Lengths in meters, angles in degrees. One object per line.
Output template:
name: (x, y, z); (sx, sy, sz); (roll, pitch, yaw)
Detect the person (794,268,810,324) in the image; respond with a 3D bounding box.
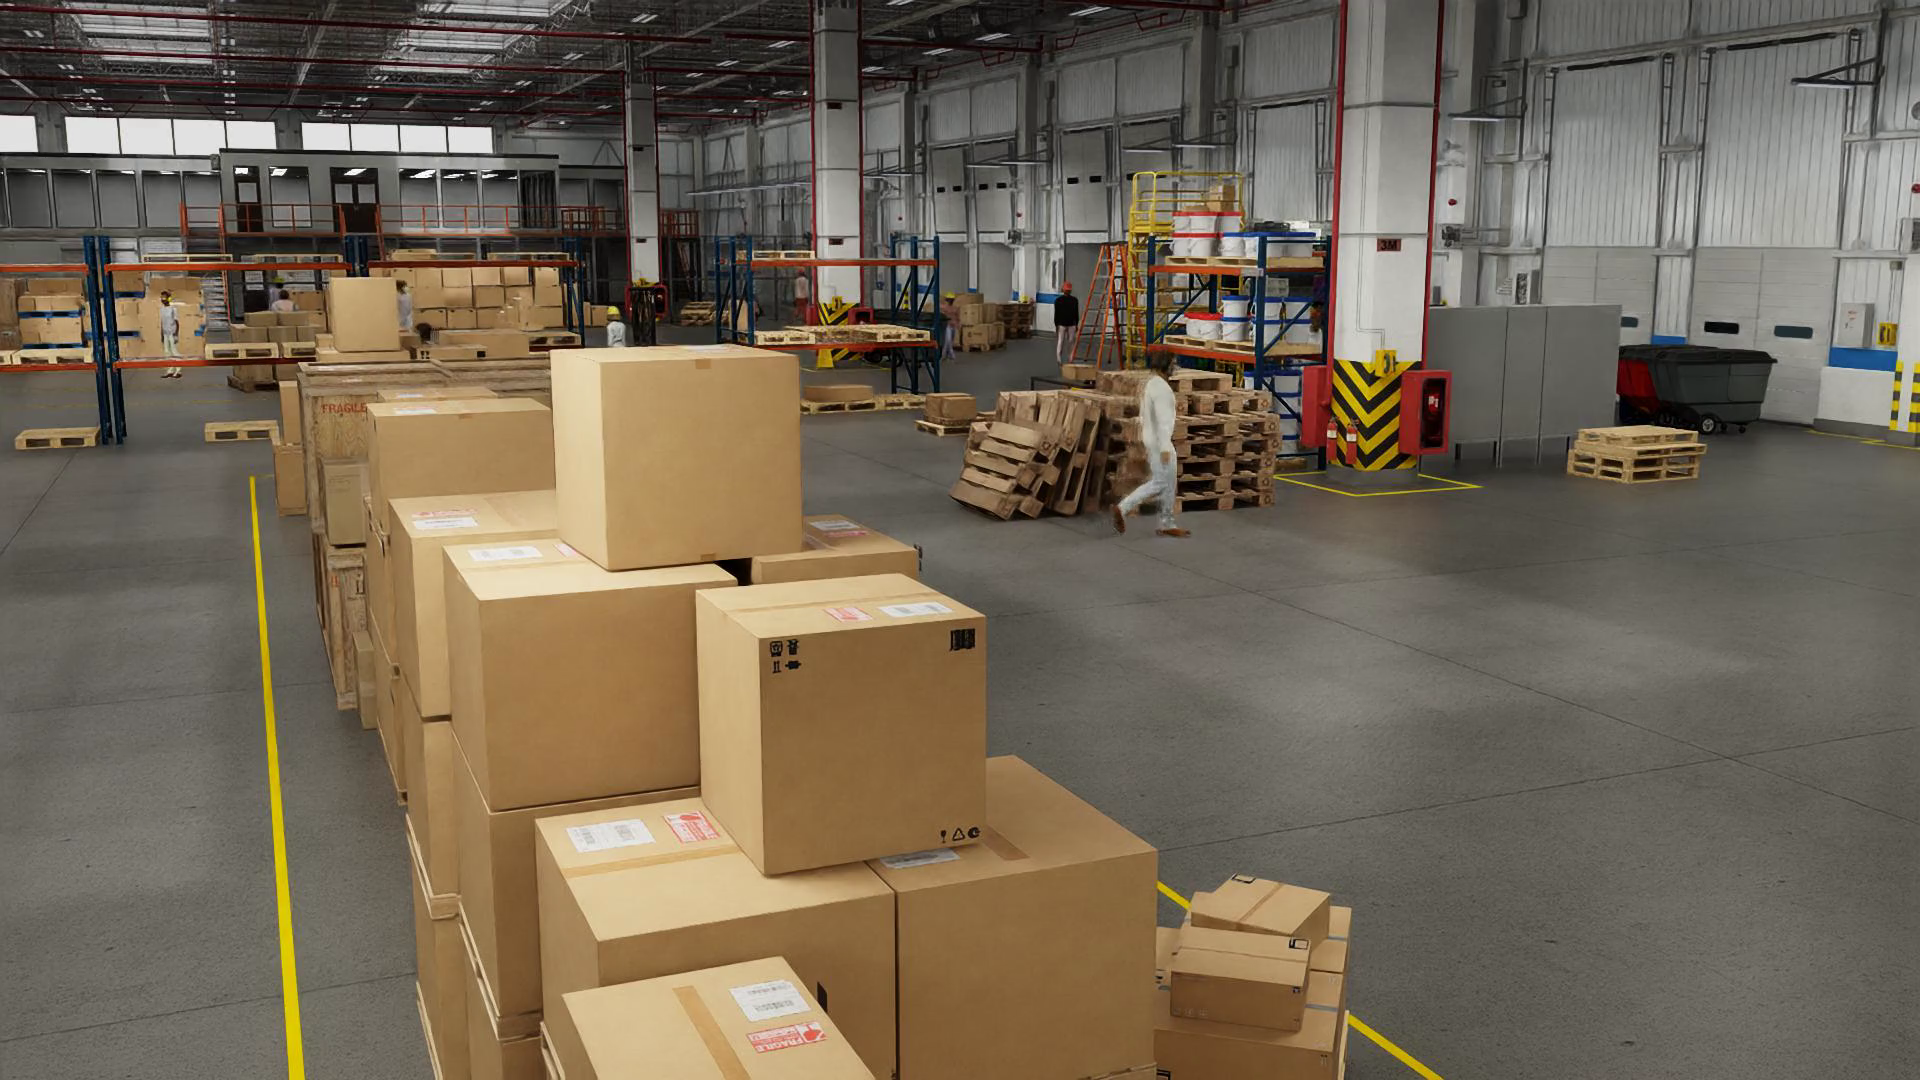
person: (-5.486, -8.508, 58.044); (0.640, 1.984, 0.480); (9, 14, 42)

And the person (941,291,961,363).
person: (-0.251, -5.181, 40.377); (0.531, 1.739, 0.737); (-5, 12, -27)

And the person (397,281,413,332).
person: (-14.471, -5.761, 43.104); (0.740, 1.917, 0.634); (7, 12, 33)

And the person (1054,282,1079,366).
person: (2.521, -5.100, 39.276); (0.608, 1.986, 0.400); (-3, 11, -17)

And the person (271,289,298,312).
person: (-15.790, -4.958, 38.934); (0.633, 1.820, 0.581); (-9, 14, -42)

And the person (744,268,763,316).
person: (-8.022, -9.546, 64.058); (0.940, 1.892, 0.545); (7, 12, 32)

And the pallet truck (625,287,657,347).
pallet truck: (-6.464, -4.406, 35.401); (0.823, 1.965, 1.885); (6, 12, 32)

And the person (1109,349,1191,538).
person: (1.918, -0.948, 16.574); (0.744, 1.917, 0.638); (1, 10, 5)

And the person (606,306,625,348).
person: (-6.448, -3.496, 31.096); (0.325, 1.740, 0.493); (4, 11, 23)

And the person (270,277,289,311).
person: (-19.703, -6.712, 48.421); (0.958, 1.876, 0.616); (5, 11, 24)

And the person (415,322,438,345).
person: (-7.509, -2.142, 23.380); (0.441, 1.830, 0.549); (4, 11, 21)

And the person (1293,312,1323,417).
person: (5.664, -2.729, 26.623); (0.578, 1.824, 0.984); (-5, 11, -24)

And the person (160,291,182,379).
person: (-16.979, -4.402, 35.766); (0.575, 1.870, 0.365); (5, 12, 27)

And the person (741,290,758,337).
person: (-5.550, -5.716, 43.480); (0.542, 1.681, 0.522); (-2, 11, -13)

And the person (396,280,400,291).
person: (-16.003, -6.453, 47.222); (0.899, 1.806, 0.640); (3, 11, 18)
